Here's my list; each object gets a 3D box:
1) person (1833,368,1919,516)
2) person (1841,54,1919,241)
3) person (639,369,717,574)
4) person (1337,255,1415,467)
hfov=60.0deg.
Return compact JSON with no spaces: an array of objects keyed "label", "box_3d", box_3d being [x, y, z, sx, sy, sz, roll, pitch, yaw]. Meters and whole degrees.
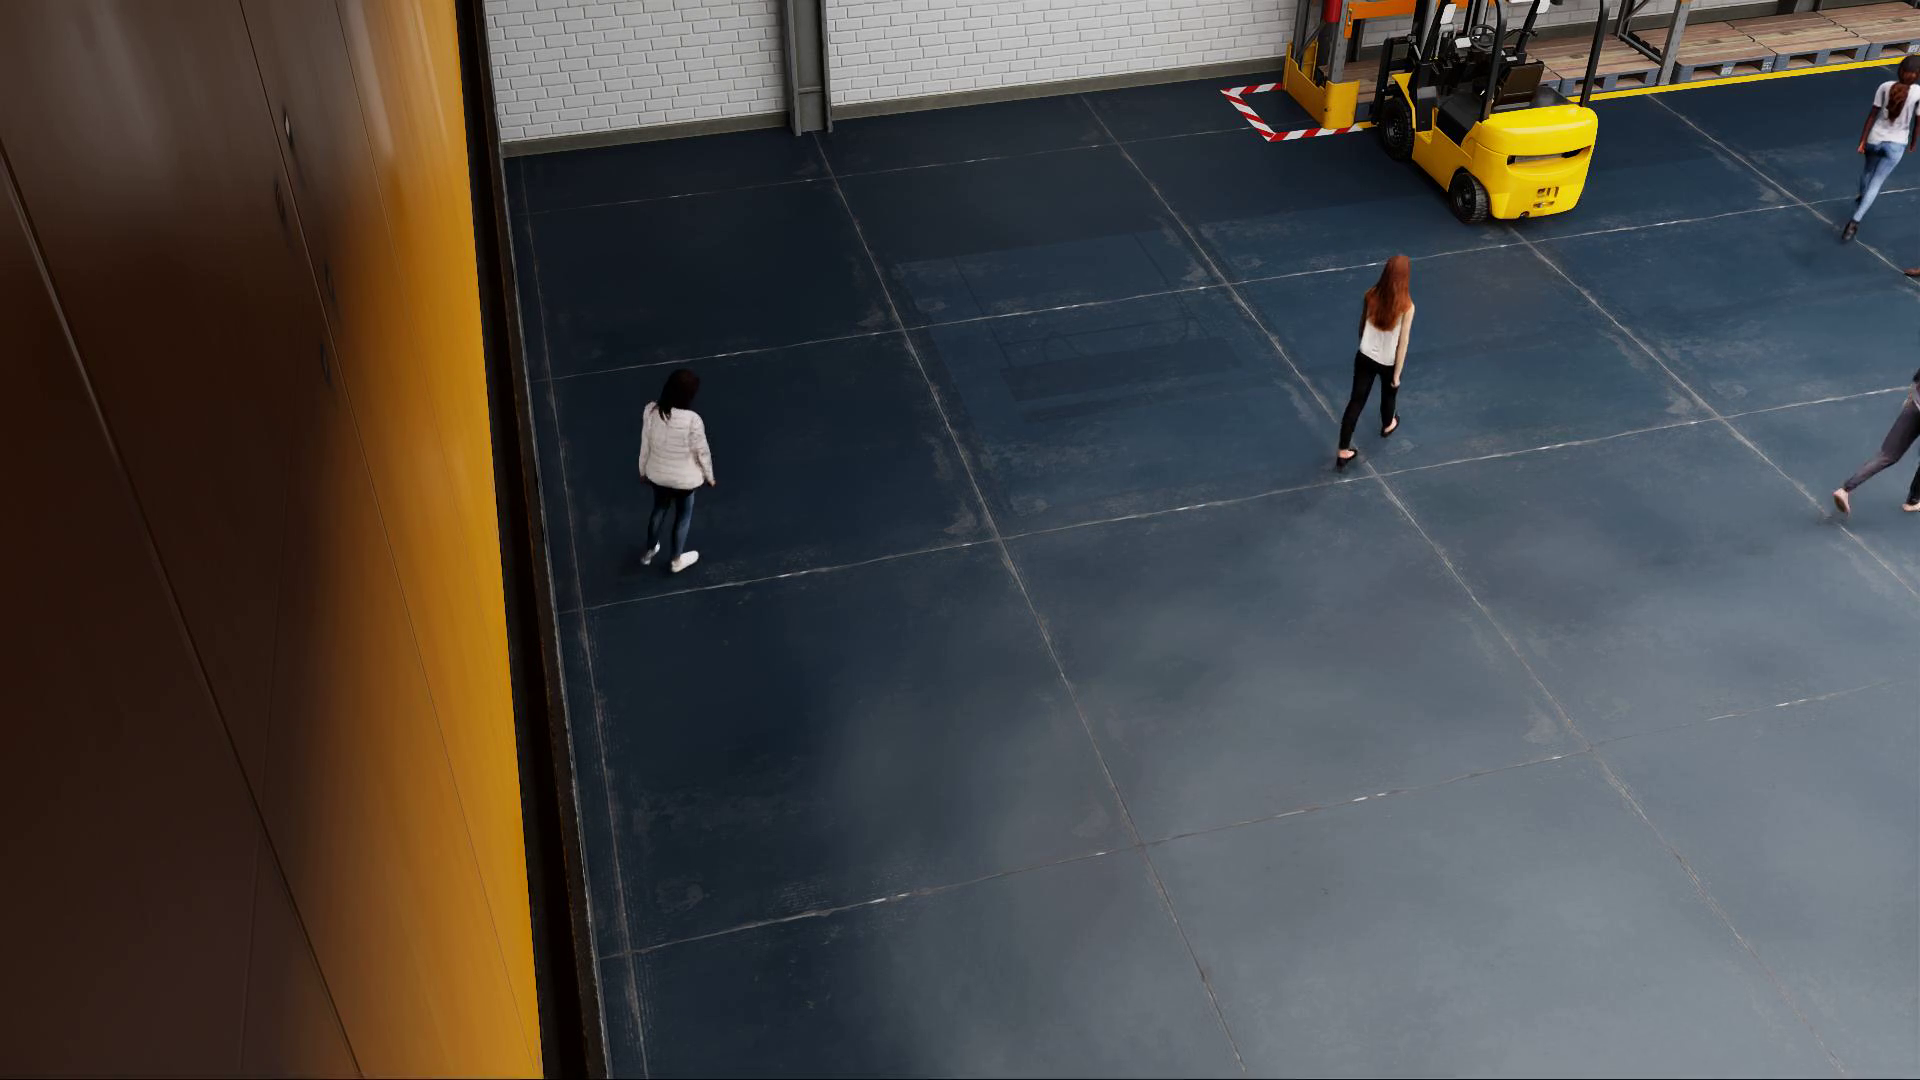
[{"label":"person","box_3d":[6.765,-0.852,11.749,1.091,1.732,0.626,-12,40,-14]},{"label":"person","box_3d":[8.414,-3.546,15.168,0.997,1.674,1.206,30,47,32]},{"label":"person","box_3d":[-1.982,-0.441,11.339,0.768,1.600,0.885,4,39,5]},{"label":"person","box_3d":[3.060,-1.290,12.340,0.990,1.678,1.142,28,46,30]}]
